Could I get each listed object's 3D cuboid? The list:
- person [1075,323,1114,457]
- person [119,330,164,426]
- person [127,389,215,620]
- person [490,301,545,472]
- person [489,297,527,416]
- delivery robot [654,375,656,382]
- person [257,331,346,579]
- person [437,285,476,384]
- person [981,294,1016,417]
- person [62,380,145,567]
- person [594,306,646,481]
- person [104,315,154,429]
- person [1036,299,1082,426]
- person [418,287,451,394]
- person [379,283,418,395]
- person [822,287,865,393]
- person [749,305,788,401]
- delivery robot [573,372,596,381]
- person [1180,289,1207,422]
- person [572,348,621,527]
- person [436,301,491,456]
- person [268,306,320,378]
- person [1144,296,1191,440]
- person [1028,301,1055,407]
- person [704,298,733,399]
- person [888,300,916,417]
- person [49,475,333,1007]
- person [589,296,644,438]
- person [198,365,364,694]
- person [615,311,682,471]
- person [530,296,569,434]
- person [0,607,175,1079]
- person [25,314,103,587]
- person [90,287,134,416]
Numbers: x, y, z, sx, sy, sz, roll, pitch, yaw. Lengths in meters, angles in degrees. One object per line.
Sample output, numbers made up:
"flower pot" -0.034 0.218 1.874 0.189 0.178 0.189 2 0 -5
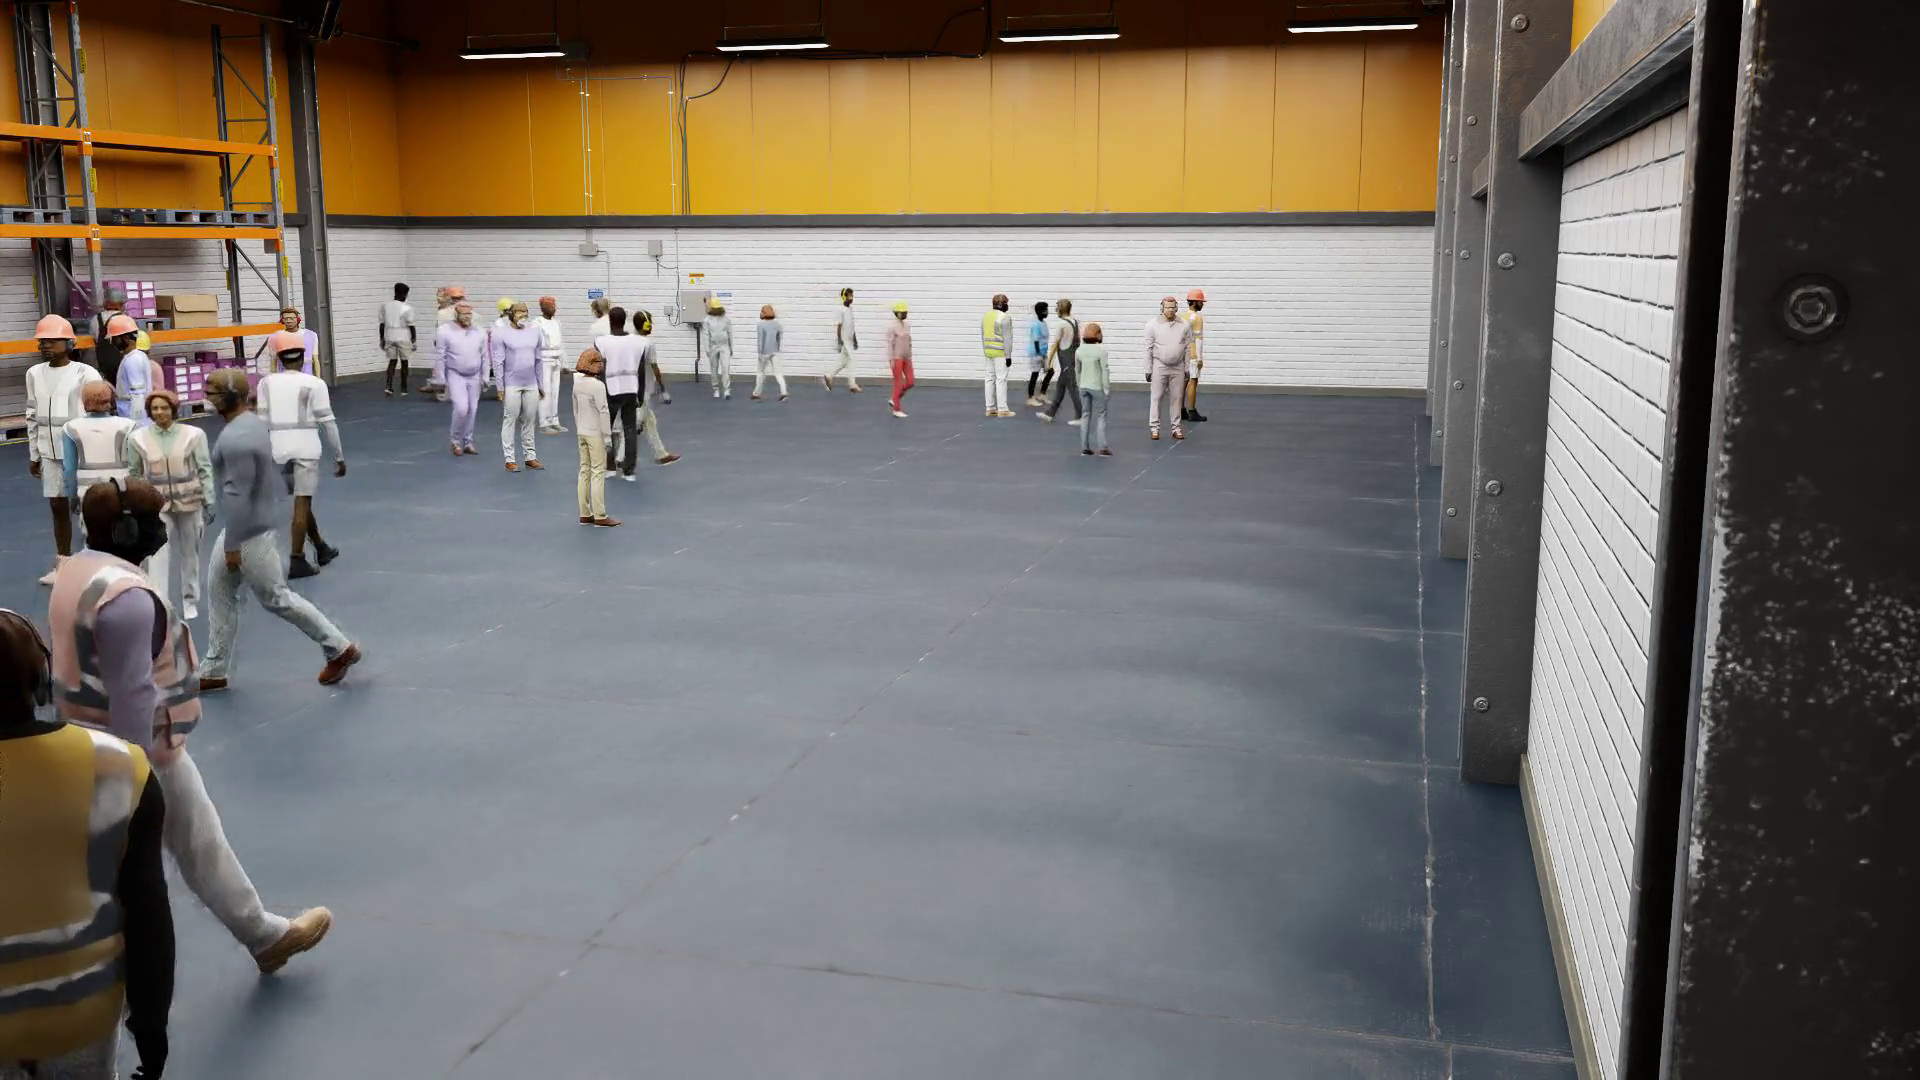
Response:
"person" 1.624 -1.824 20.259 0.537 1.626 0.331 9 13 41
"person" -8.121 -1.233 16.607 0.543 1.725 0.507 3 10 14
"person" -5.265 -0.198 11.130 0.528 1.598 0.842 -4 11 -21
"person" -5.005 -1.745 18.930 0.373 1.938 0.630 10 14 44
"person" -6.597 -2.654 24.403 0.608 1.818 0.568 -9 14 -43
"delivery robot" -5.478 -2.686 27.901 0.707 0.478 0.477 2 10 9
"person" -5.125 -0.683 13.059 0.608 1.878 0.930 2 10 11
"person" -7.532 -2.842 25.030 0.625 1.974 0.680 -8 13 -40
"person" 0.582 -2.768 25.000 0.430 1.841 0.624 -7 12 -35
"person" -5.906 -0.290 11.532 0.523 1.636 0.310 -2 10 -14
"person" -3.741 -1.601 18.219 0.606 1.900 0.630 -6 12 -30
"person" -7.591 -1.096 15.273 0.367 1.930 0.542 -4 11 -22
"person" 1.438 -2.528 23.724 0.930 1.797 0.527 6 12 30
"person" -8.929 -3.472 28.953 0.993 1.847 0.729 -3 10 -14
"person" -9.624 -3.433 28.512 0.655 1.930 0.434 1 10 7
"person" -2.042 -3.498 29.118 0.793 1.847 0.523 3 11 18
"person" -3.152 -3.074 27.468 0.504 1.603 0.831 -8 13 -40
"delivery robot" -6.168 -2.728 28.140 0.707 0.478 0.477 2 10 13
"person" 3.402 -2.702 24.351 0.376 1.934 0.547 -5 11 -24
"person" -3.340 -0.932 15.182 0.286 1.633 0.499 -10 14 -44
"person" -6.043 -1.970 20.345 0.643 1.885 0.512 -9 14 -42
"person" -8.028 -1.902 20.111 0.566 1.839 0.384 -3 11 -19
"person" 2.752 -2.271 22.018 0.639 1.900 0.404 -2 10 -12
"person" 1.306 -2.948 26.442 0.506 1.675 0.566 4 11 19
"person" -4.046 -3.210 27.909 0.484 1.690 0.884 -1 10 -8
"person" -0.885 -2.709 24.905 0.388 1.750 0.540 7 12 36
"person" -2.668 0.672 5.614 0.918 1.798 0.654 -9 14 -43
"person" -4.535 -2.261 21.957 0.636 1.896 0.706 8 13 39
"person" -3.983 -0.052 9.484 1.001 1.900 0.638 -4 11 -20
"person" -3.625 -1.708 19.070 0.504 1.821 0.998 10 14 44
"person" -5.618 -2.391 22.737 0.351 1.883 0.579 4 11 22
"person" -2.079 1.028 3.641 0.621 1.792 0.964 -8 13 -39
"person" -6.703 -0.658 12.460 0.611 2.048 0.364 1 10 7
"person" -11.201 -2.379 22.221 0.700 2.000 0.563 3 11 19
